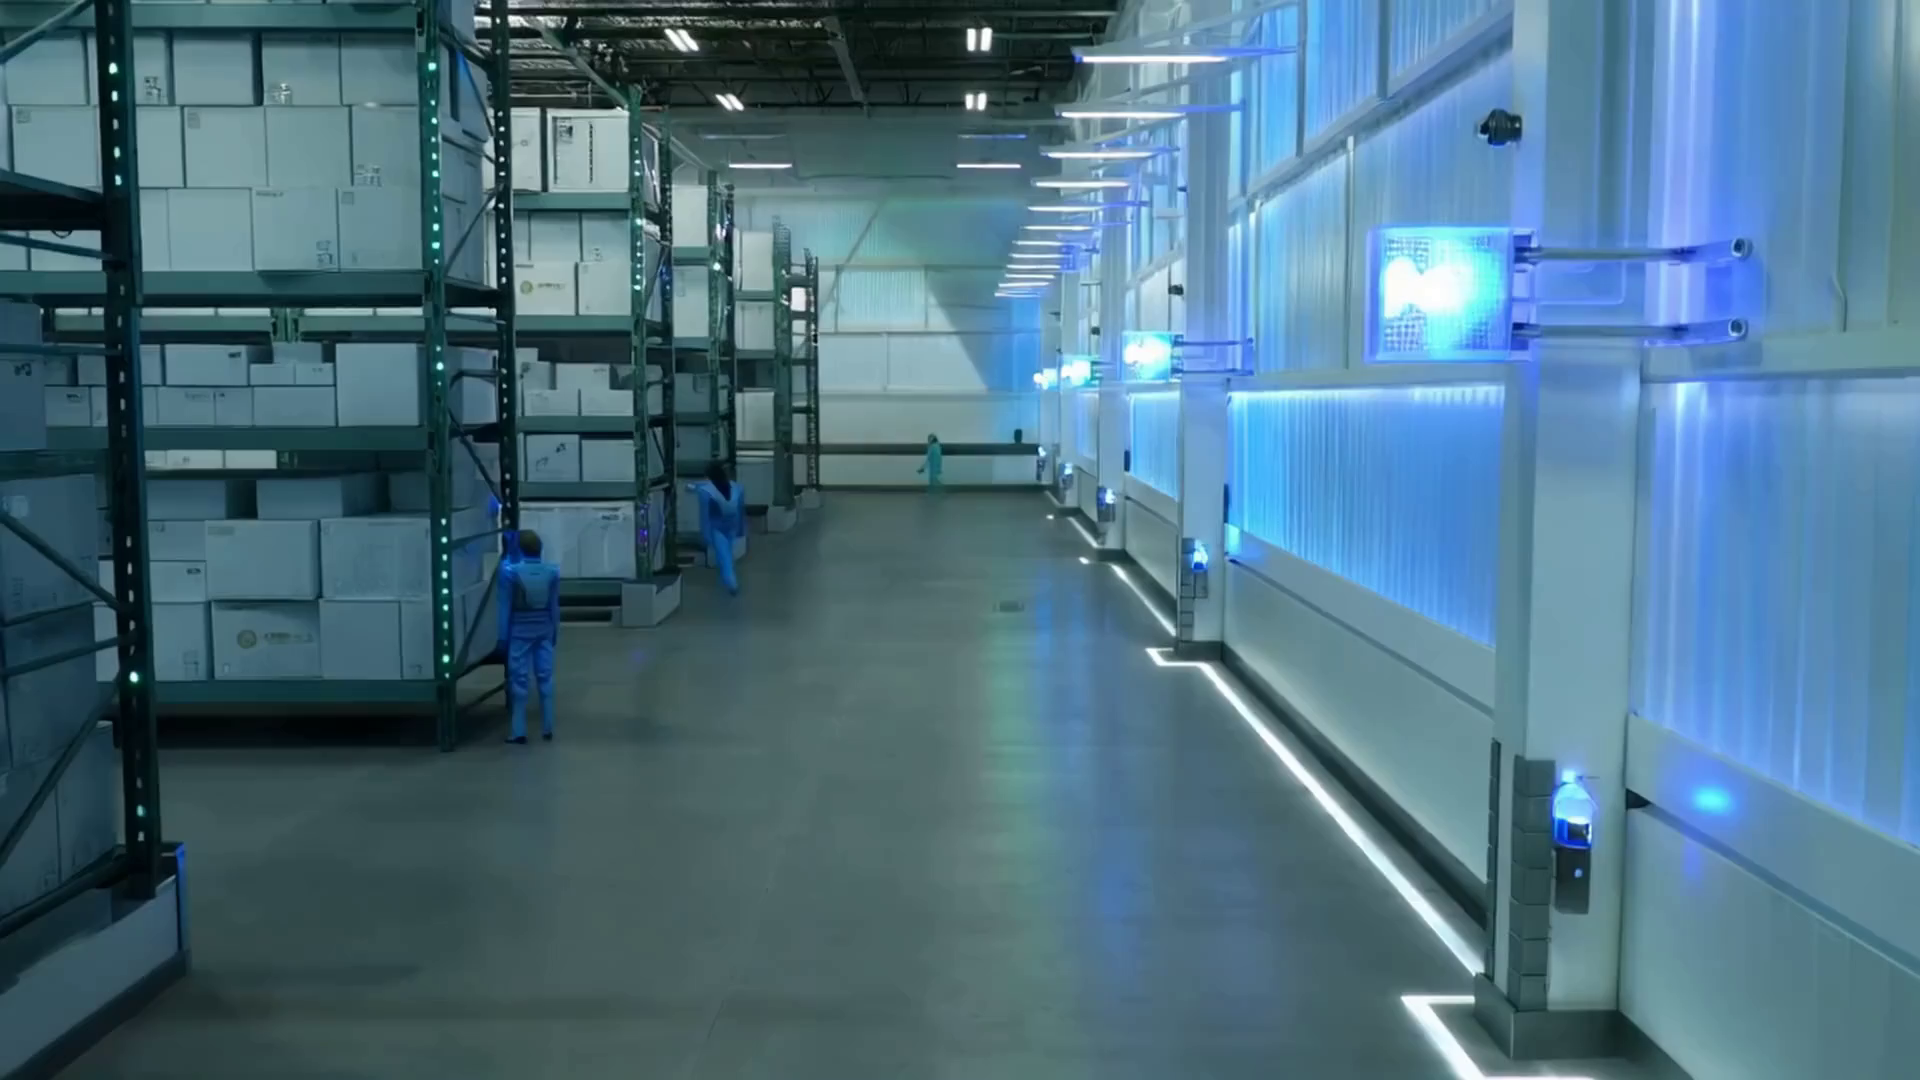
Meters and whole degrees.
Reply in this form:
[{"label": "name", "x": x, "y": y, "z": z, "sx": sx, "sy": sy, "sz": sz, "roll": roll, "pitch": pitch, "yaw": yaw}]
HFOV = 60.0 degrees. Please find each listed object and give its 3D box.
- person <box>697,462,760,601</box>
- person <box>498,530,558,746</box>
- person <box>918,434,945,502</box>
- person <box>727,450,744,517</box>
[{"label": "person", "x": -3.008, "y": -0.112, "z": 21.530, "sx": 0.707, "sy": 1.785, "sz": 0.963, "roll": -4, "pitch": 6, "yaw": -41}, {"label": "person", "x": -3.245, "y": 0.735, "z": 12.546, "sx": 0.317, "sy": 1.631, "sz": 0.518, "roll": 4, "pitch": 6, "yaw": 40}, {"label": "person", "x": -0.703, "y": -1.811, "z": 41.807, "sx": 0.872, "sy": 1.701, "sz": 0.568, "roll": 2, "pitch": 5, "yaw": 25}, {"label": "person", "x": -4.916, "y": -1.387, "z": 35.792, "sx": 0.798, "sy": 1.895, "sz": 0.552, "roll": 3, "pitch": 6, "yaw": 29}]
